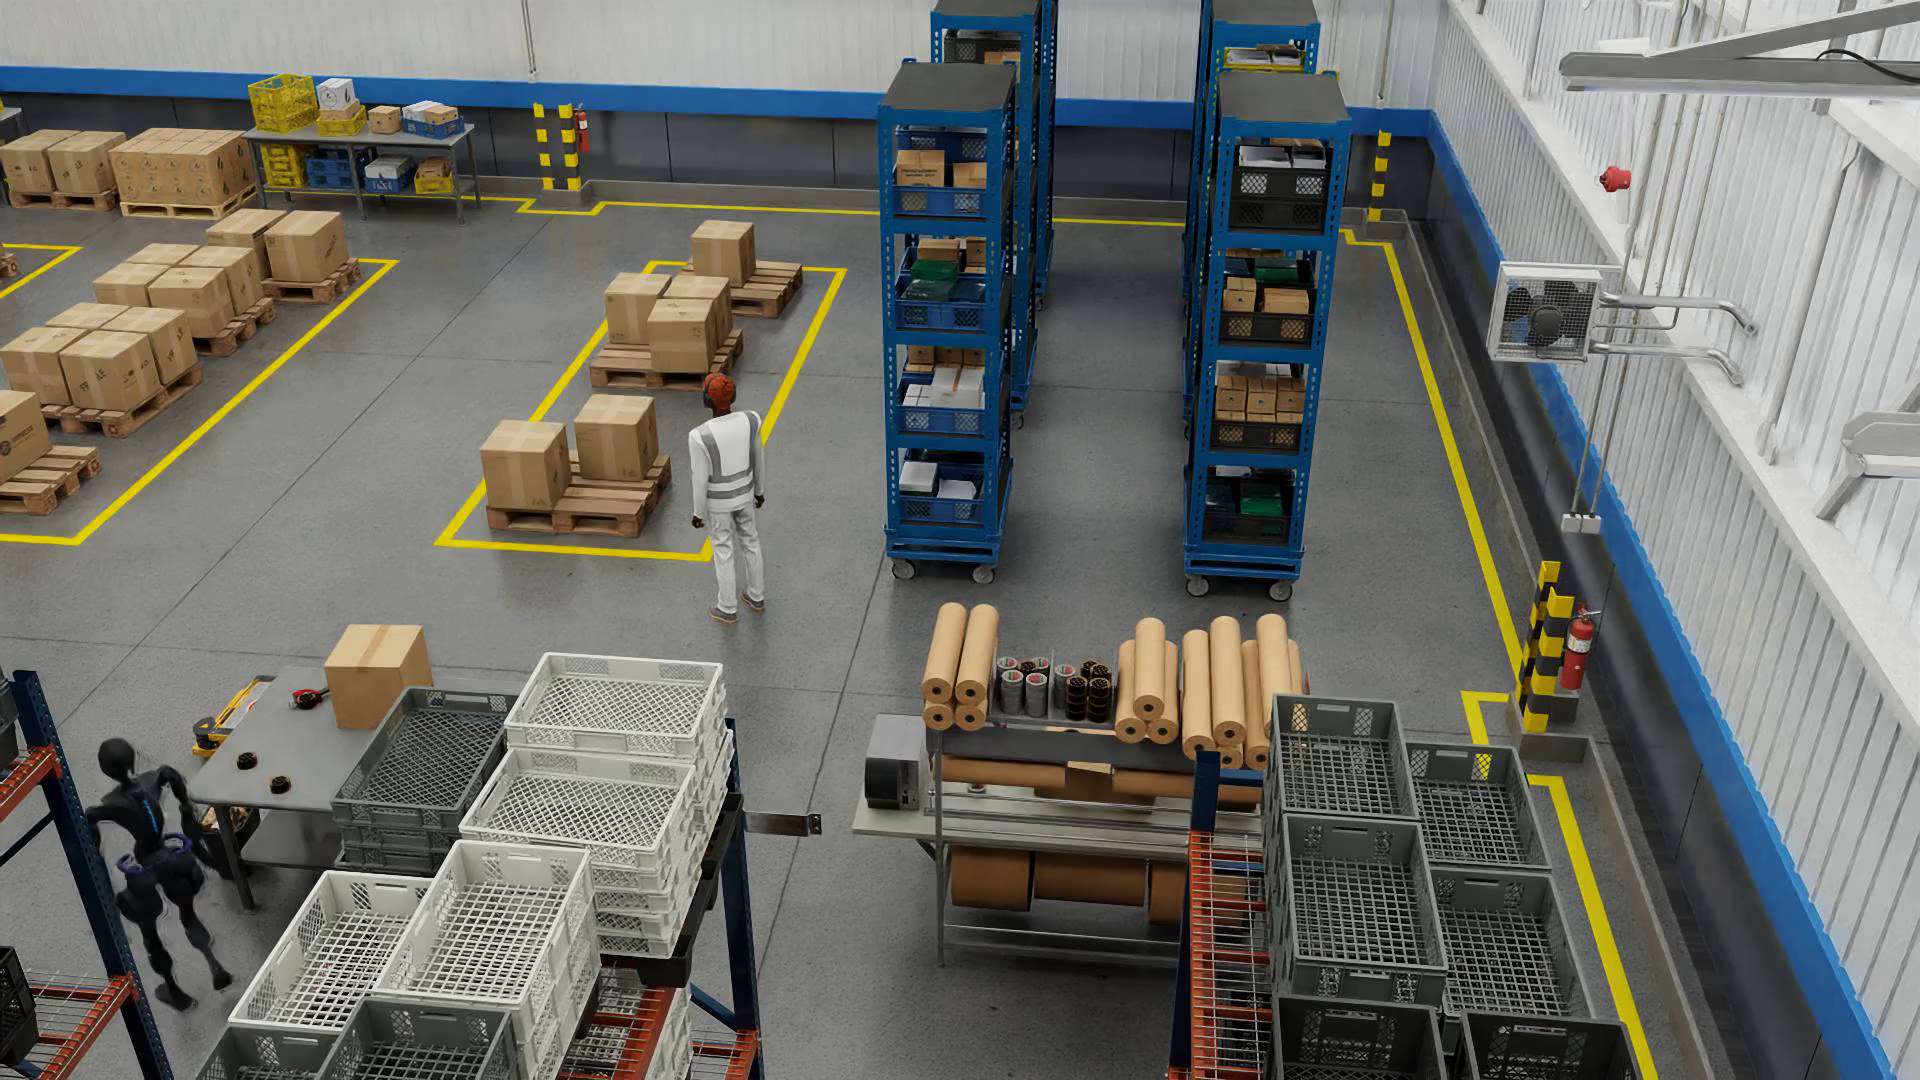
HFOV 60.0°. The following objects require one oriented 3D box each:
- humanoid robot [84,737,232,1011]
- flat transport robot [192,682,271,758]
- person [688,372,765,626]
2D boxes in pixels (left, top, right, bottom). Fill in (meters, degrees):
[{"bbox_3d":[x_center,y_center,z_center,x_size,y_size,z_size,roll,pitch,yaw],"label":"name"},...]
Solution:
[{"bbox_3d":[-4.012,1.696,8.364,0.398,1.646,0.609,21,36,32],"label":"humanoid robot"},{"bbox_3d":[-4.089,1.163,10.648,1.431,0.197,0.652,3,30,6],"label":"flat transport robot"},{"bbox_3d":[-1.608,-0.284,11.556,0.585,1.881,0.342,-24,38,-34],"label":"person"}]
